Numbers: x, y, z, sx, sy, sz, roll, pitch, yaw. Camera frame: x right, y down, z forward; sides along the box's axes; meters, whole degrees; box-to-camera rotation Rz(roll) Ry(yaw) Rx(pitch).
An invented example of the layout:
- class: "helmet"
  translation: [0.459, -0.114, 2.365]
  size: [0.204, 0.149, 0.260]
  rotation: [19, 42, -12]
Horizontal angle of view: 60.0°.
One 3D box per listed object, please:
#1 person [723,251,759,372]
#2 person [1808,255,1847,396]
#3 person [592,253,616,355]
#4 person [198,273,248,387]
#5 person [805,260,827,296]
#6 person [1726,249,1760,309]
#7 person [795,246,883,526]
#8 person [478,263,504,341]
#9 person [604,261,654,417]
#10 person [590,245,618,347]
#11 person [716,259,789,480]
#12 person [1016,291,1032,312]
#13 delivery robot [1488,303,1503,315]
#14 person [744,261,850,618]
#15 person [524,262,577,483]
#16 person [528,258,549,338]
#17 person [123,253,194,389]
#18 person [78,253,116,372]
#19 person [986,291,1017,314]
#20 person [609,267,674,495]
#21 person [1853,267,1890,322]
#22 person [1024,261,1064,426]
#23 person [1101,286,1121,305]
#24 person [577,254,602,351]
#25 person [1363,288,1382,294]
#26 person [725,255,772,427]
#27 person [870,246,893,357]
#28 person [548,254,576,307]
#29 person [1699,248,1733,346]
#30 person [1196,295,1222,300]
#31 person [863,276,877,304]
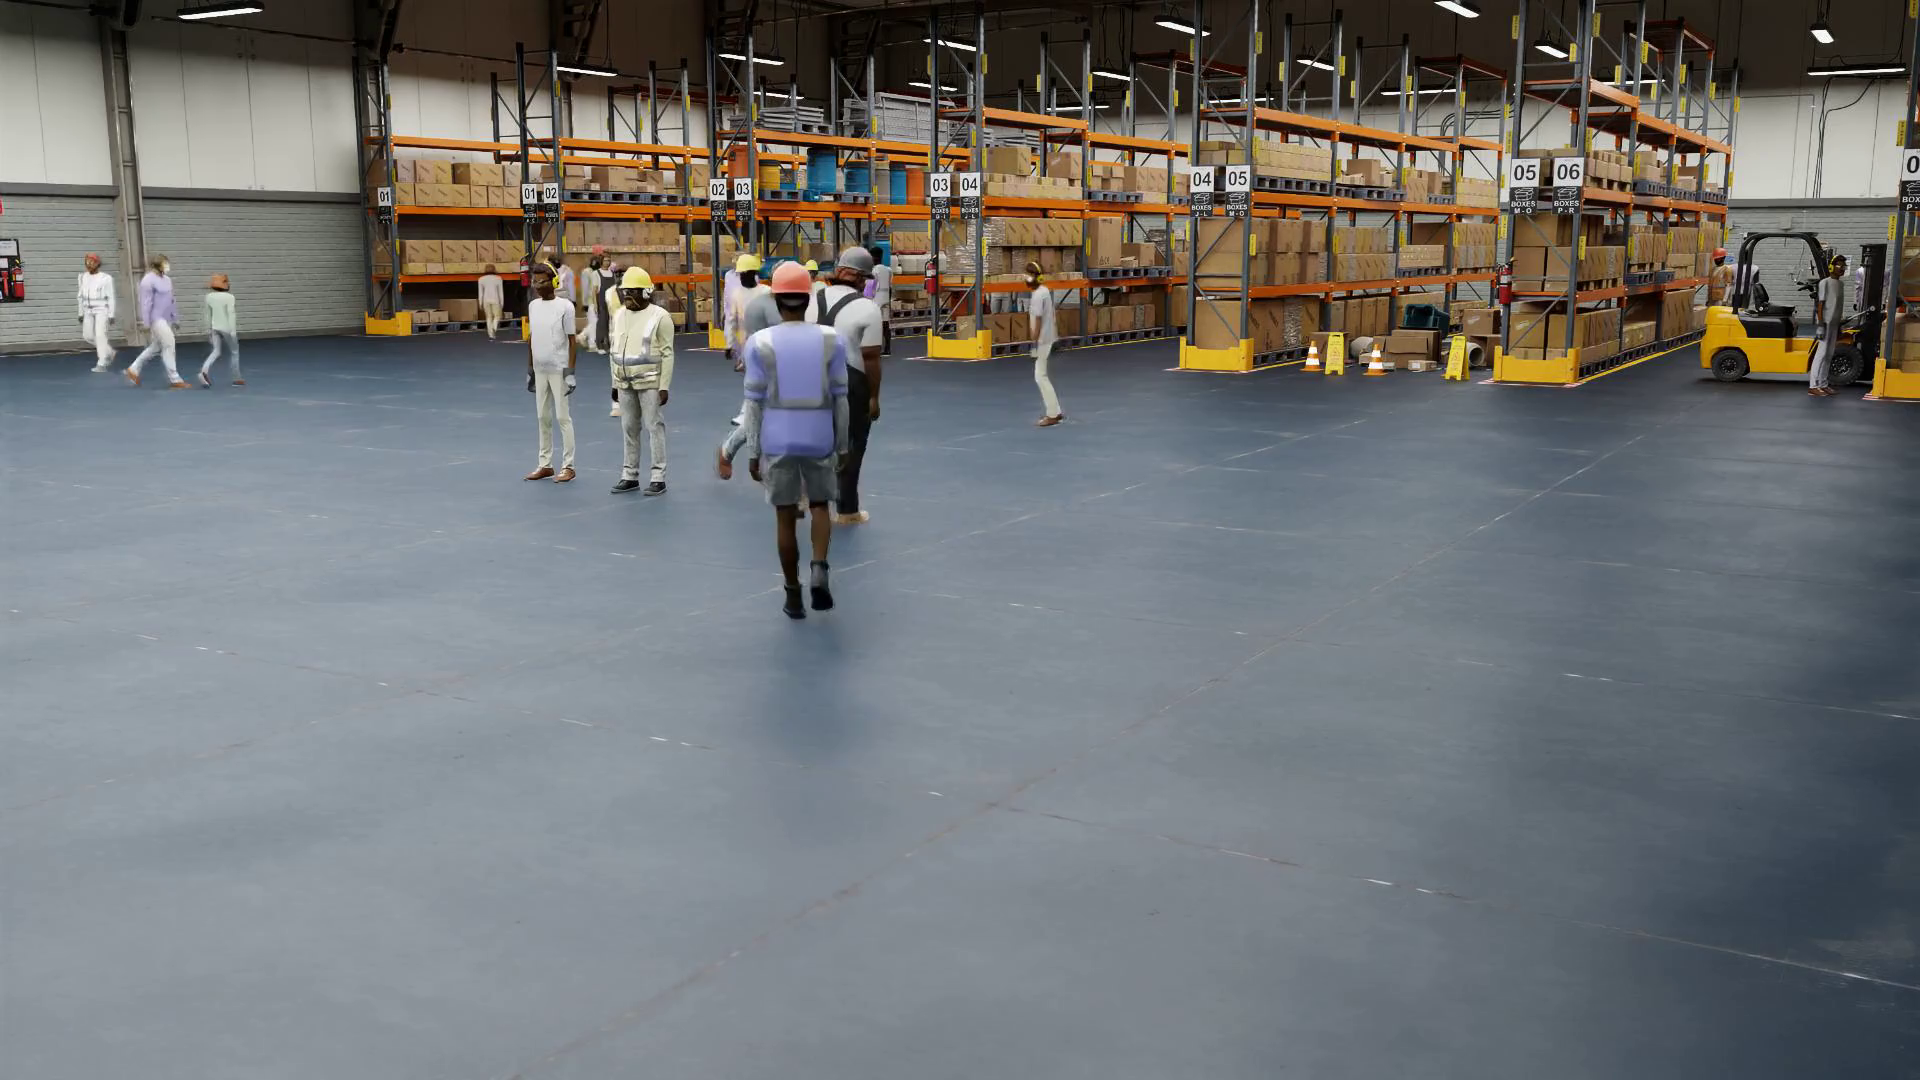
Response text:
- class: "person"
  translation: [-3.484, -3.609, 26.298]
  size: [0.666, 1.895, 0.427]
  rotation: [6, 12, 29]
- class: "person"
  translation: [11.594, -2.853, 22.153]
  size: [0.534, 1.868, 0.309]
  rotation: [-7, 12, -34]
- class: "person"
  translation: [-6.461, -4.309, 30.373]
  size: [0.514, 1.843, 0.333]
  rotation: [-10, 14, -44]
- class: "person"
  translation: [-10.433, -2.950, 23.431]
  size: [0.504, 1.610, 0.735]
  rotation: [3, 11, 19]
- class: "person"
  translation: [-2.276, -3.424, 25.637]
  size: [0.532, 1.768, 0.311]
  rotation: [-5, 11, -26]
- class: "person"
  translation: [16.487, -5.155, 34.995]
  size: [0.624, 1.873, 0.933]
  rotation: [6, 12, 31]
- class: "person"
  translation: [-0.858, -1.091, 11.800]
  size: [0.733, 2.000, 0.681]
  rotation: [7, 12, 35]
- class: "person"
  translation: [-9.722, -4.937, 34.485]
  size: [0.513, 1.616, 0.376]
  rotation: [-1, 10, -4]
- class: "person"
  translation: [-3.887, -2.375, 19.629]
  size: [0.618, 1.818, 0.870]
  rotation: [2, 10, 10]
- class: "person"
  translation: [-7.009, -4.769, 32.557]
  size: [0.963, 1.981, 0.618]
  rotation: [8, 13, 38]
- class: "person"
  translation: [-1.584, -1.323, 13.530]
  size: [0.848, 1.906, 0.649]
  rotation: [9, 13, 40]
- class: "person"
  translation: [1.391, -5.176, 35.818]
  size: [0.501, 1.632, 0.280]
  rotation: [9, 14, 42]
- class: "delivery robot"
  translation: [12.882, -5.515, 40.480]
  size: [0.707, 0.478, 0.477]
  rotation: [-1, 10, -7]
- class: "person"
  translation: [-0.875, -0.523, 8.933]
  size: [0.564, 1.927, 0.423]
  rotation: [-2, 10, -12]
- class: "person"
  translation: [-3.482, -1.417, 14.127]
  size: [0.515, 1.865, 0.329]
  rotation: [5, 11, 25]
- class: "person"
  translation: [-8.311, -4.746, 33.153]
  size: [0.743, 1.743, 0.548]
  rotation: [-9, 14, -41]
- class: "person"
  translation: [-11.248, -3.047, 23.184]
  size: [0.928, 1.910, 0.640]
  rotation: [0, 10, -1]
- class: "person"
  translation: [-13.614, -3.588, 26.274]
  size: [0.607, 1.867, 0.591]
  rotation: [2, 10, 12]
- class: "person"
  translation: [0.814, -4.792, 32.863]
  size: [0.629, 1.932, 0.373]
  rotation: [0, 10, 0]
- class: "person"
  translation: [-2.586, -1.274, 13.409]
  size: [0.586, 1.833, 0.403]
  rotation: [5, 11, 25]
- class: "person"
  translation: [17.258, -4.549, 31.532]
  size: [0.580, 1.918, 0.402]
  rotation: [5, 11, 27]
- class: "person"
  translation: [0.903, -2.163, 18.393]
  size: [0.458, 1.830, 0.569]
  rotation: [1, 10, 7]
- class: "person"
  translation: [3.716, -6.297, 41.185]
  size: [0.609, 1.972, 0.771]
  rotation: [6, 12, 29]
- class: "person"
  translation: [-6.952, -4.455, 31.272]
  size: [0.597, 1.818, 0.646]
  rotation: [3, 11, 19]
- class: "person"
  translation: [9.896, -5.958, 39.894]
  size: [0.484, 1.745, 0.297]
  rotation: [8, 13, 38]
- class: "person"
  translation: [-2.339, -2.163, 18.218]
  size: [0.626, 1.884, 0.906]
  rotation: [7, 12, 34]
- class: "person"
  translation: [-1.445, -4.218, 29.528]
  size: [0.365, 1.962, 0.614]
  rotation: [8, 13, 38]
- class: "person"
  translation: [-7.906, -4.686, 32.578]
  size: [0.640, 1.812, 0.712]
  rotation: [4, 11, 20]
- class: "person"
  translation: [14.728, -4.710, 32.365]
  size: [0.359, 1.936, 0.544]
  rotation: [-3, 11, -19]
- class: "person"
  translation: [4.477, -4.388, 30.298]
  size: [0.606, 2.035, 0.405]
  rotation: [6, 12, 32]
- class: "person"
  translation: [-1.457, -3.344, 24.709]
  size: [0.547, 1.937, 0.379]
  rotation: [-6, 12, -32]
